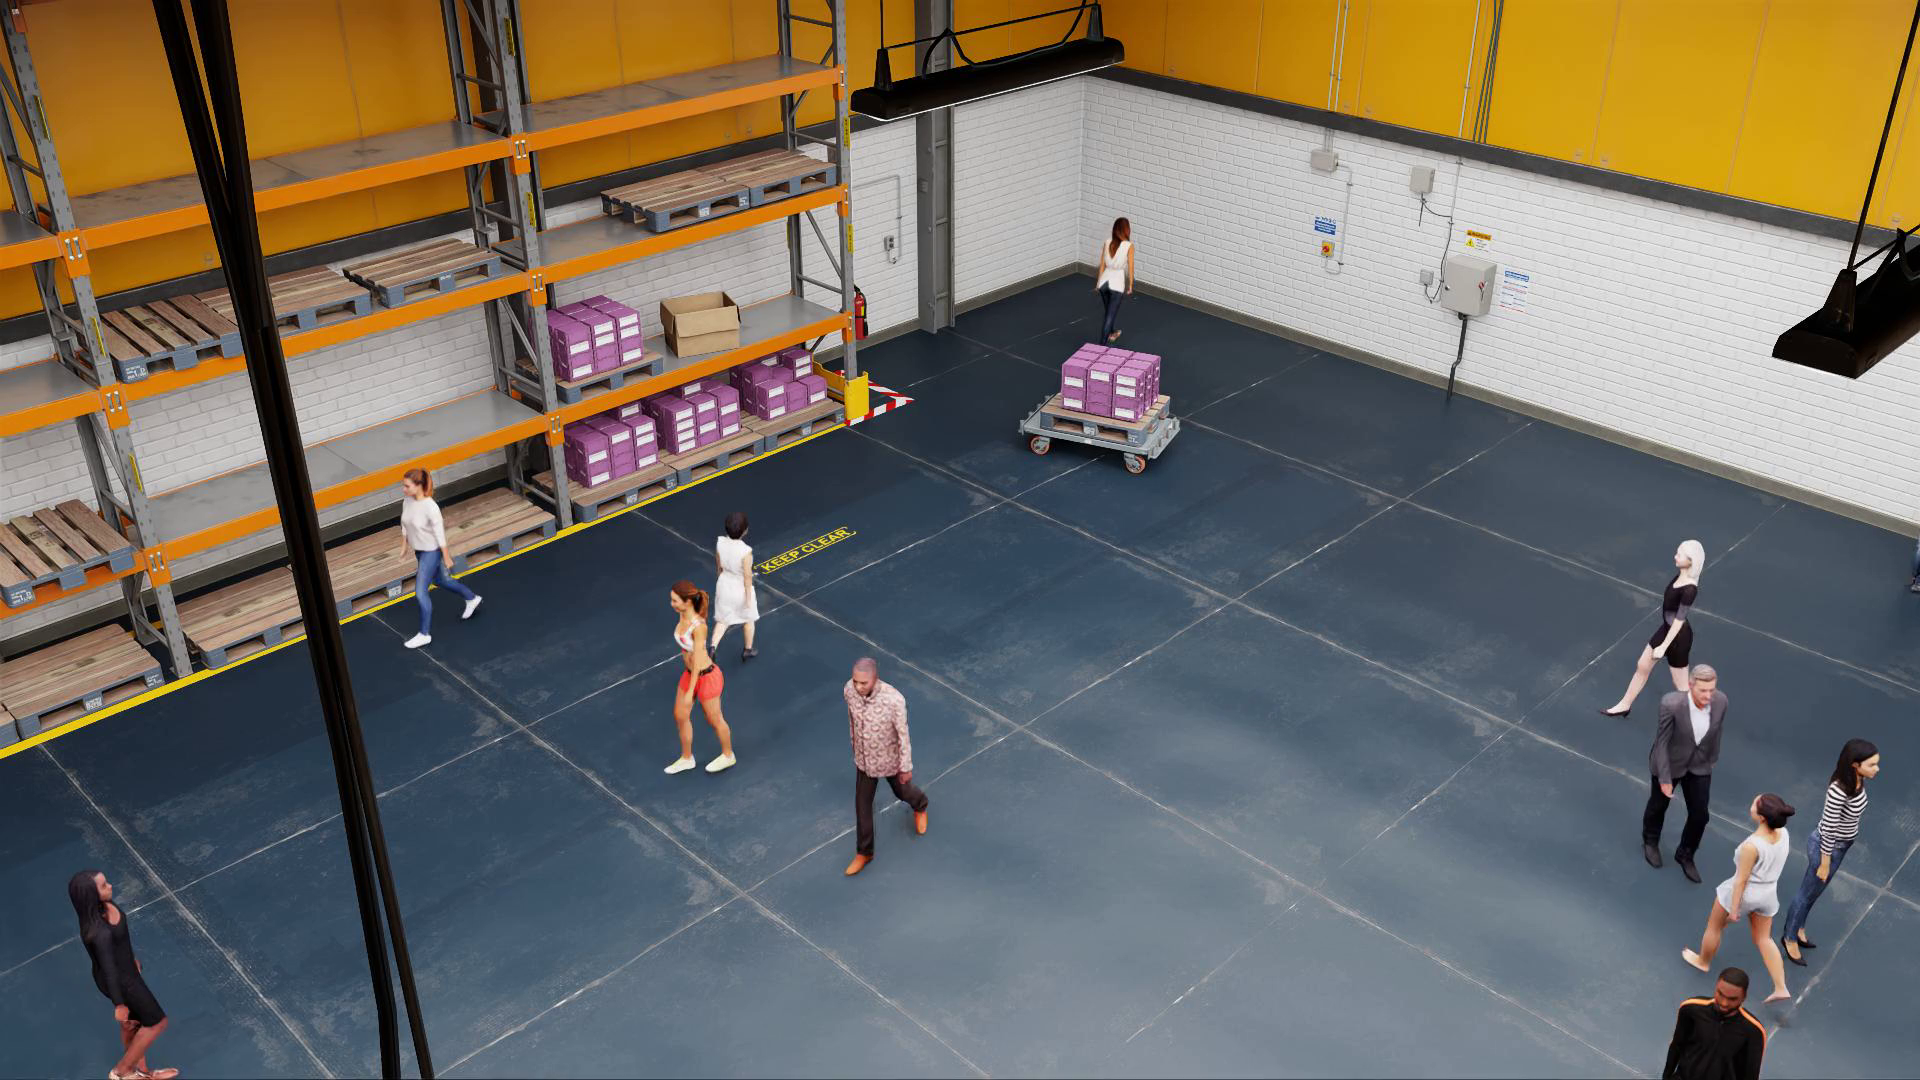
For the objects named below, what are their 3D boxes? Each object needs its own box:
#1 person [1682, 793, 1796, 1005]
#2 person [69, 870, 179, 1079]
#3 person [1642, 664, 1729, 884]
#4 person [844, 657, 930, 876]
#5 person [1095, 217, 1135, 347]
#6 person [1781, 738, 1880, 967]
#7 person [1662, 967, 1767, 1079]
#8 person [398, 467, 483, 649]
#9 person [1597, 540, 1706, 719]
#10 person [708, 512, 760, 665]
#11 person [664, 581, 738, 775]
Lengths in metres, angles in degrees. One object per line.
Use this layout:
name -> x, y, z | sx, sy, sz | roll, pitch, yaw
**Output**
person -> 5.320, 2.390, 11.053 | 1.000, 1.589, 0.859 | -12, 31, -21
person -> -5.258, 2.757, 10.252 | 0.743, 1.713, 0.718 | -14, 31, -23
person -> 5.271, 1.609, 12.248 | 0.912, 1.816, 0.974 | -2, 29, -4
person -> -0.540, 1.563, 12.369 | 0.993, 1.781, 1.285 | 11, 31, 20
person -> 1.889, -3.168, 21.097 | 0.739, 1.729, 1.080 | 17, 33, 28
person -> 5.922, 2.112, 11.348 | 0.650, 1.795, 0.426 | 24, 37, 37
person -> 4.292, 3.119, 9.539 | 0.857, 1.760, 1.241 | 15, 32, 26
person -> -4.764, 0.100, 15.149 | 0.598, 1.688, 1.084 | 25, 37, 38
person -> 5.982, 0.840, 13.672 | 0.985, 1.802, 0.982 | 3, 29, 5
person -> -2.004, 0.494, 14.591 | 0.760, 1.530, 0.978 | 13, 31, 22
person -> -1.977, 1.088, 13.255 | 0.857, 1.767, 0.690 | -20, 34, -31
